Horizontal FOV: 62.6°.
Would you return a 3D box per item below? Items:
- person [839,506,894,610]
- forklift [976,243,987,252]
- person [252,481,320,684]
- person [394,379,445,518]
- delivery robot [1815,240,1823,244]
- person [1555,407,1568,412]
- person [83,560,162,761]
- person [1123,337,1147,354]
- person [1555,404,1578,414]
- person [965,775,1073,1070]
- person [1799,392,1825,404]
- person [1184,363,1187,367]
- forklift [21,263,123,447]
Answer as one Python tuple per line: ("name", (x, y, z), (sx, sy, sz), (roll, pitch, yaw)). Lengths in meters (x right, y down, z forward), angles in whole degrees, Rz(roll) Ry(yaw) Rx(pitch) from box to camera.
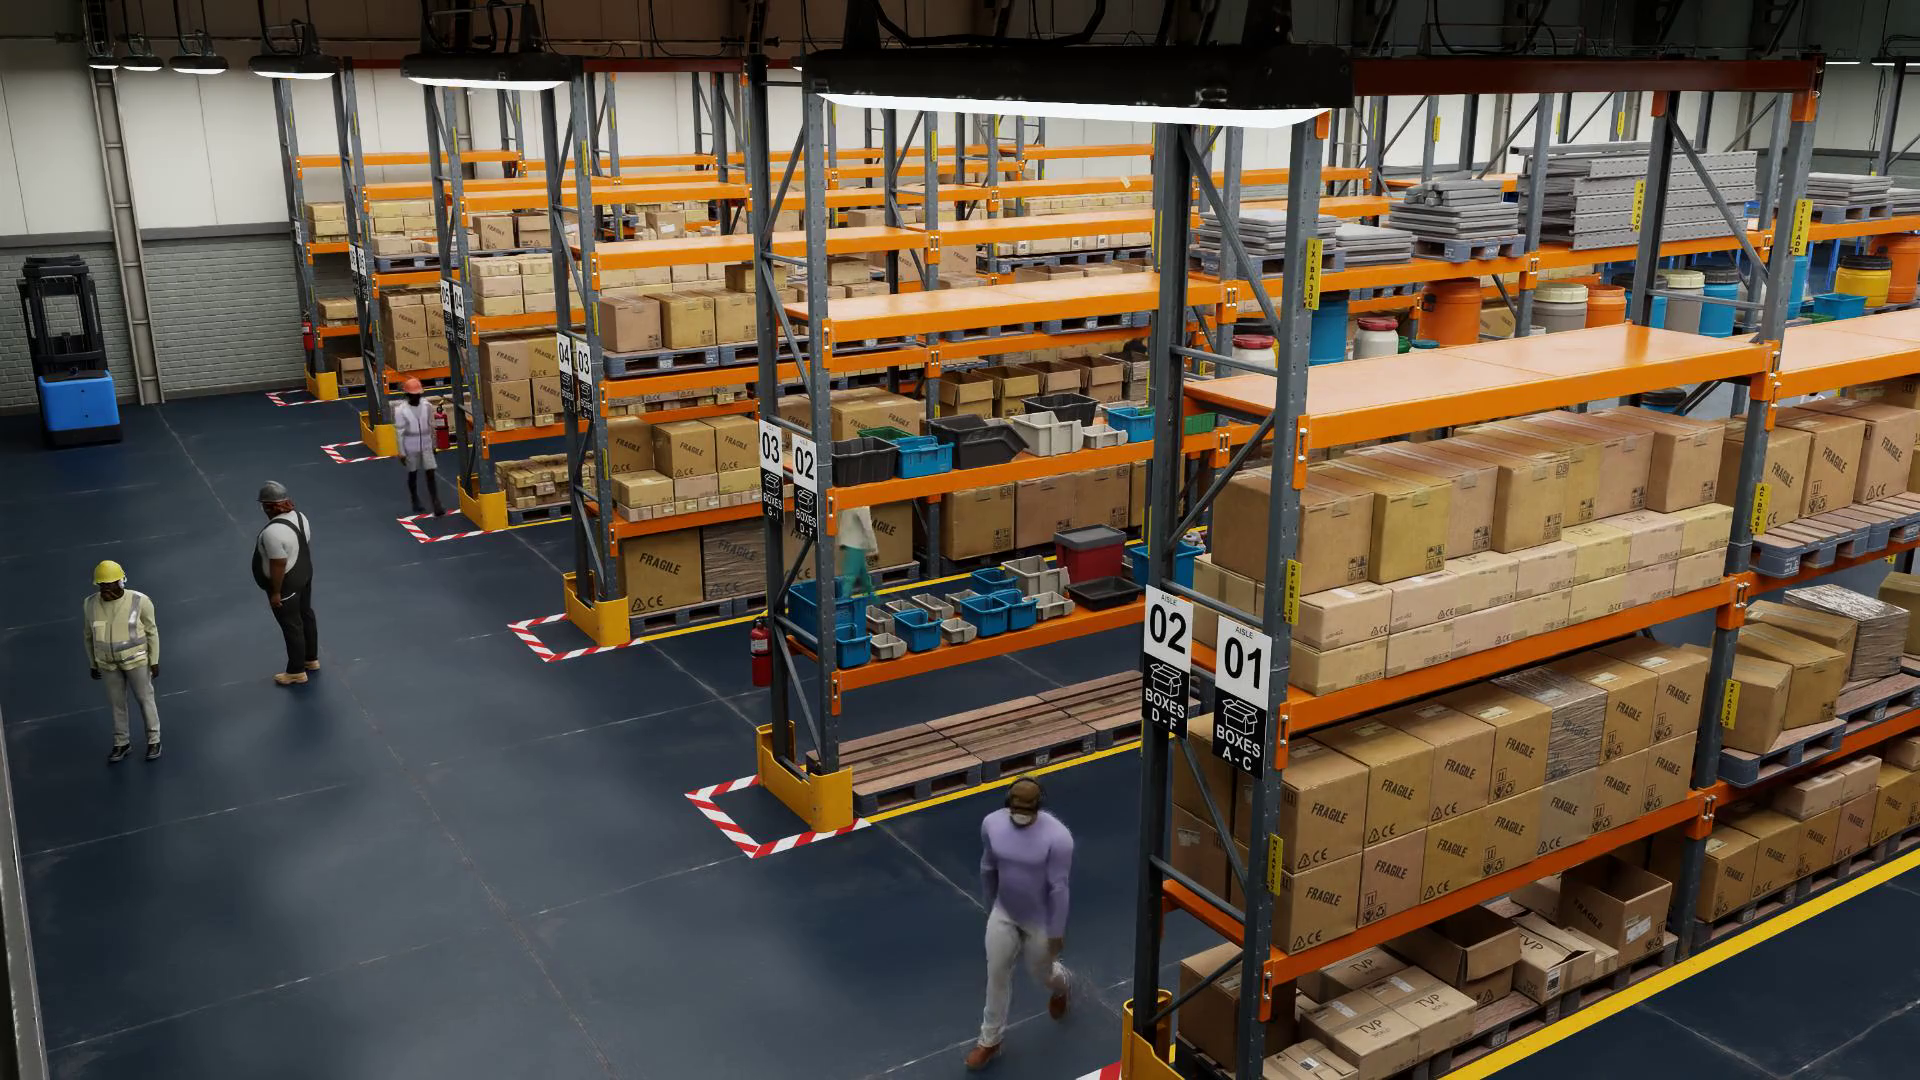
("person", (-1.039, 0.046, 17.330), (0.856, 1.726, 0.557), (-9, 19, -27))
("forklift", (0.988, -5.474, 34.718), (1.214, 2.155, 2.313), (-10, 20, -31))
("person", (-6.716, 0.421, 15.650), (0.537, 2.000, 0.675), (1, 17, 3))
("person", (-7.289, -1.238, 21.271), (0.566, 1.883, 1.011), (-12, 21, -35))
("delivery robot", (28.480, -10.138, 52.608), (0.477, 0.478, 0.707), (-1, 17, -5))
("person", (9.744, -2.681, 25.823), (0.854, 2.009, 0.619), (6, 18, 18))
("person", (-7.349, 1.053, 13.855), (0.600, 1.831, 0.404), (-2, 17, -7))
("person", (2.866, -2.556, 25.420), (0.402, 1.990, 0.622), (-10, 20, -30))
("person", (10.018, -2.679, 26.028), (0.594, 1.872, 0.969), (-16, 23, -43))
("person", (0.413, 2.279, 9.699), (0.645, 1.911, 0.821), (10, 20, 30))
("person", (12.138, -1.549, 22.612), (0.317, 1.698, 0.540), (-2, 17, -6))
("person", (3.206, -2.024, 23.747), (0.395, 1.945, 0.618), (9, 19, 27))
("forklift", (-14.518, -3.079, 25.708), (1.129, 2.768, 1.873), (-10, 20, -31))
